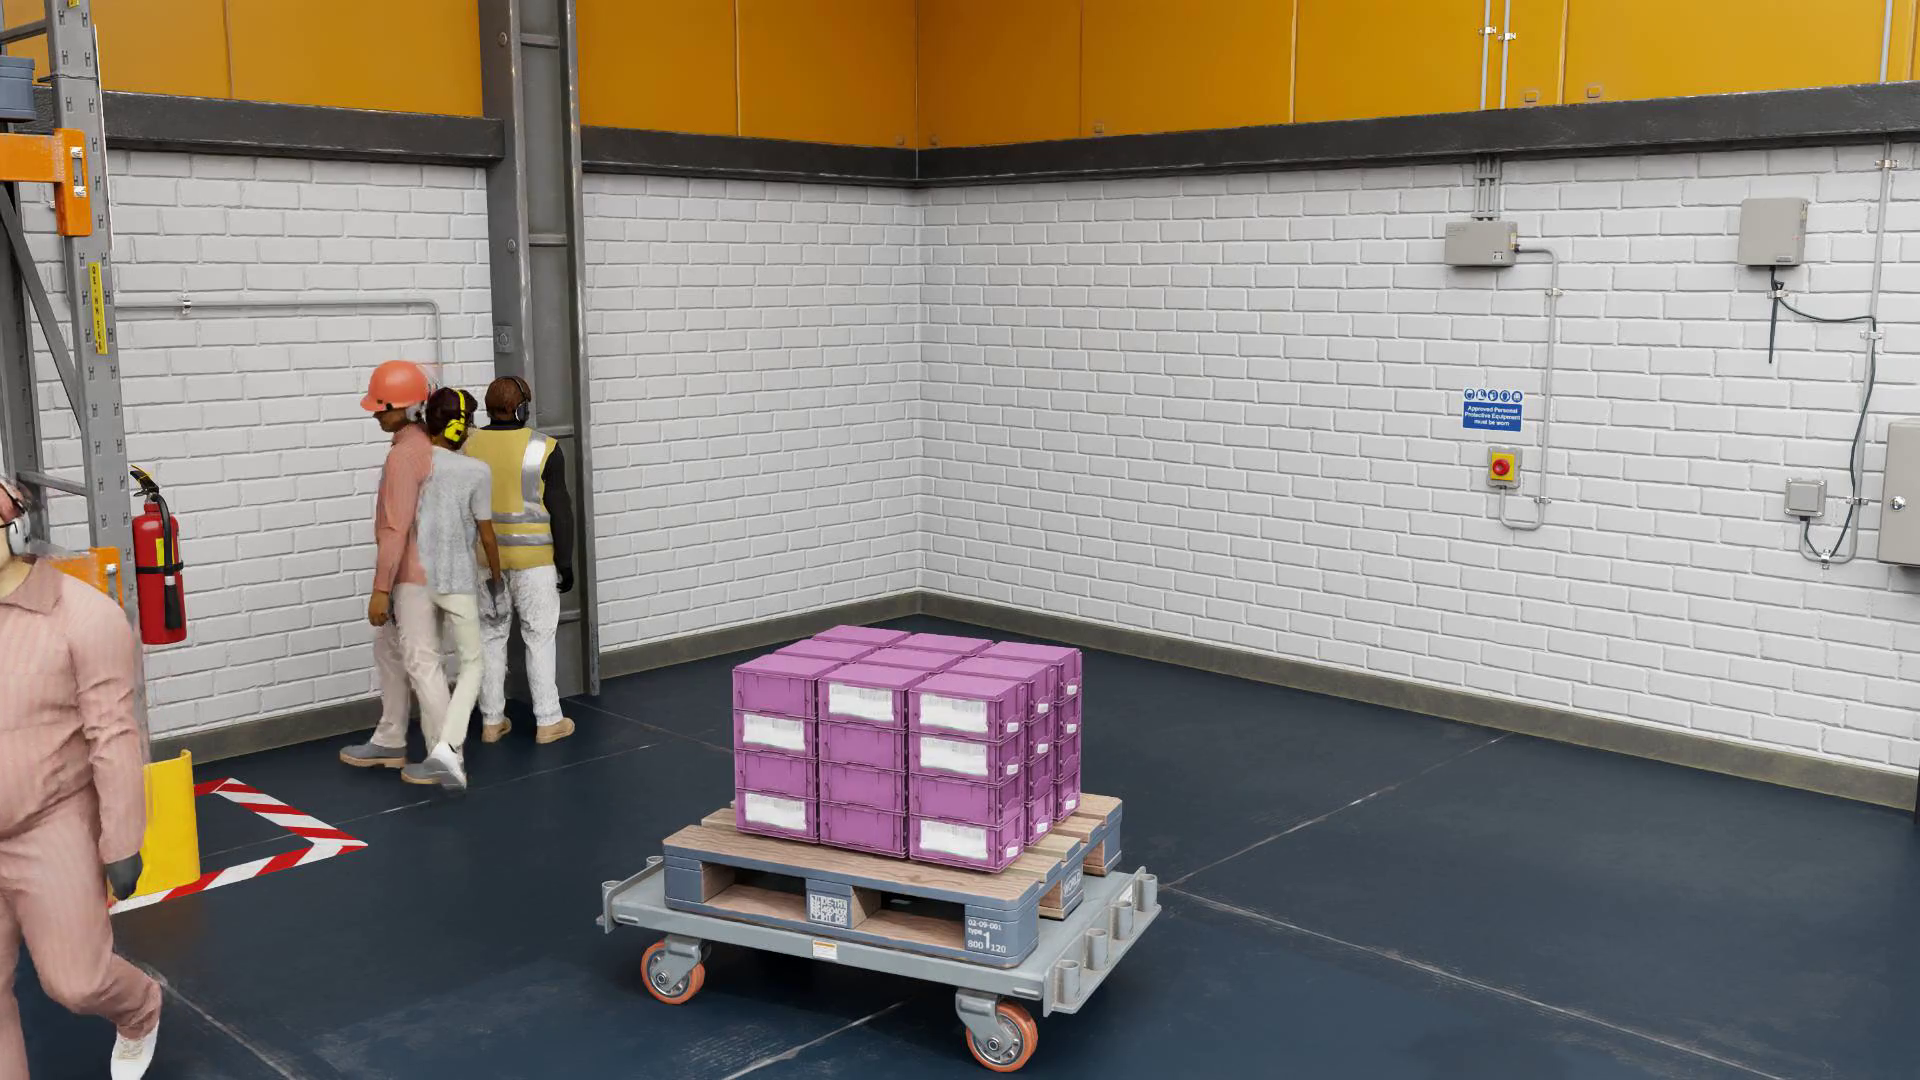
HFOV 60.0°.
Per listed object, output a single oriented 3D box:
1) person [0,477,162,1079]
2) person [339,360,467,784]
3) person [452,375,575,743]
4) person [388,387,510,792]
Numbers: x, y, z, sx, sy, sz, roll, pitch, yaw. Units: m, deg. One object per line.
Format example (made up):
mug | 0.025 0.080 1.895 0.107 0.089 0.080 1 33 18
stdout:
person | -2.414 0.735 4.320 0.639 1.885 0.737 0 9 -3
person | -2.633 0.162 7.585 0.740 1.950 0.649 -1 9 -4
person | -2.216 0.102 8.294 0.633 1.843 0.429 1 9 6
person | -2.332 0.239 7.477 0.533 1.843 0.641 1 9 7
